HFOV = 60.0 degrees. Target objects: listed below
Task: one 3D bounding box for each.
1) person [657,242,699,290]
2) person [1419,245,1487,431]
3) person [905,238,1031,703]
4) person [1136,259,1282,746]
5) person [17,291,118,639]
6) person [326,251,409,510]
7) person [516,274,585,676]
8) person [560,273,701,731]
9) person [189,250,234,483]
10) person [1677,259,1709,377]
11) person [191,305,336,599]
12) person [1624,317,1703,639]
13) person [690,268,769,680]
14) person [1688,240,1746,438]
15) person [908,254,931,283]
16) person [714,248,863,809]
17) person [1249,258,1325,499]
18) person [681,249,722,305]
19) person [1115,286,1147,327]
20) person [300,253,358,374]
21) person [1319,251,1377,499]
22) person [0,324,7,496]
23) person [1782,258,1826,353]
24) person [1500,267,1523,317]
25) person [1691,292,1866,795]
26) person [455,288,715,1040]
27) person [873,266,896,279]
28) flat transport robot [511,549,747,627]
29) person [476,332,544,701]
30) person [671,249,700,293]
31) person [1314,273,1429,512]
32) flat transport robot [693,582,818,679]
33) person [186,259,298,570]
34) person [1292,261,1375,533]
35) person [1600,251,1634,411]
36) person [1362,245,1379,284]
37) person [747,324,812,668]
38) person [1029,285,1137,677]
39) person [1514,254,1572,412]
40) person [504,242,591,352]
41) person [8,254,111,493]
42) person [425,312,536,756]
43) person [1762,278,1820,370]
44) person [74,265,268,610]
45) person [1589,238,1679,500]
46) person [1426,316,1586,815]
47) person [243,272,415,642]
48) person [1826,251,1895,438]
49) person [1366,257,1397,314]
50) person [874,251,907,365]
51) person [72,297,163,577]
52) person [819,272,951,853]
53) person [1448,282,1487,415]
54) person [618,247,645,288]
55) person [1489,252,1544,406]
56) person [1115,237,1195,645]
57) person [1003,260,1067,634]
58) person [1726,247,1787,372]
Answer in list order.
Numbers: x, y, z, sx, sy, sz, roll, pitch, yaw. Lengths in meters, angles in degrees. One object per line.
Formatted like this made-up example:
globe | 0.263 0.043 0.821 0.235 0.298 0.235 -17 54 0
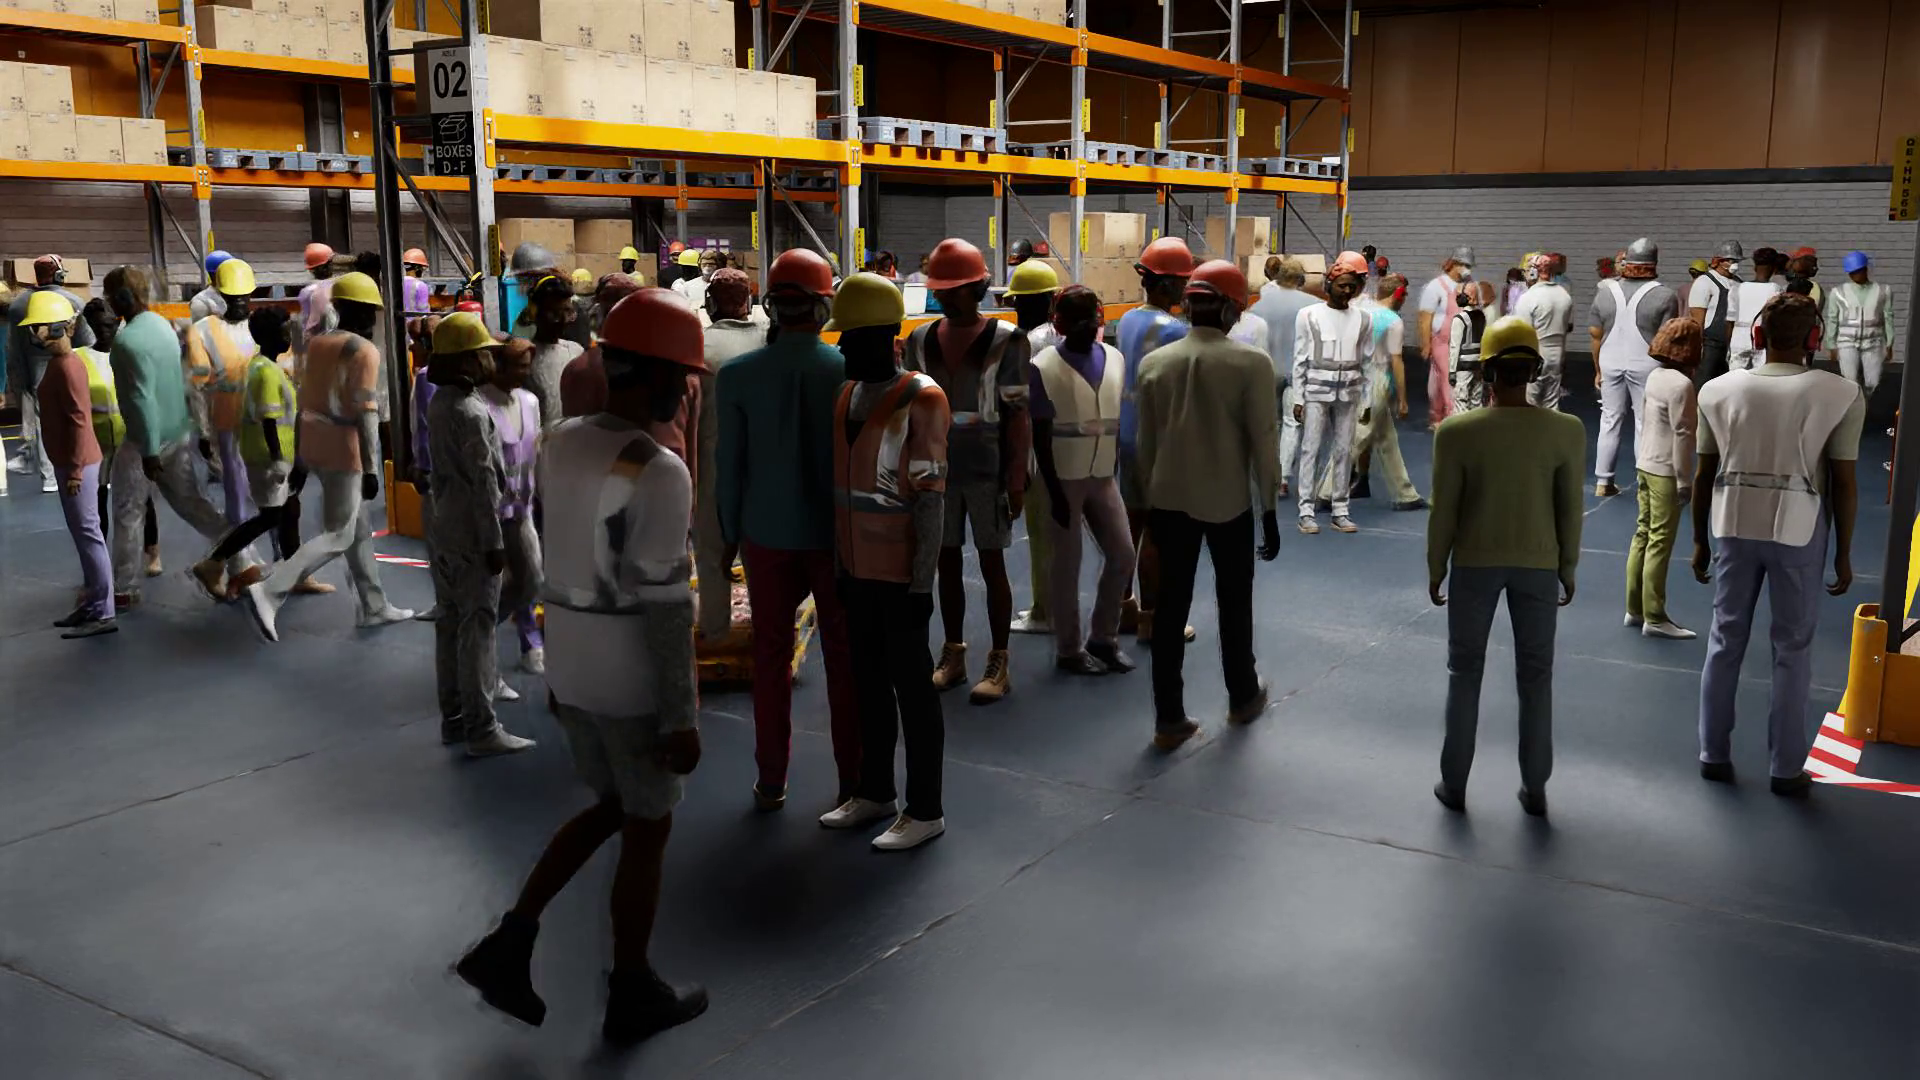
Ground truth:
person | -3.979 -3.218 23.588 0.612 1.995 0.378 -3 11 -17
person | 5.146 -2.089 17.206 0.674 2.000 1.020 -5 11 -26
person | 0.014 -0.298 7.323 0.609 2.032 0.410 5 12 28
person | 1.025 -0.158 6.808 0.646 1.974 0.698 5 12 28
person | -4.569 -0.381 8.508 0.324 1.765 0.534 -6 12 -32
person | -4.494 -1.214 12.639 0.633 1.938 0.835 -4 11 -22
person | -1.913 -0.309 7.833 0.327 1.865 0.521 7 13 35
person | -1.306 -0.093 6.568 0.401 1.897 0.649 9 13 40
person | -6.171 -1.453 13.968 0.429 1.937 0.629 2 10 10
person | 9.703 -2.811 21.968 0.308 1.769 0.524 -6 12 -31
person | -3.936 -0.473 9.294 0.673 1.675 0.539 -4 11 -19
person | 3.629 -0.322 8.541 0.284 1.634 0.498 1 10 4
person | -1.059 -0.304 7.727 0.654 1.897 0.403 -9 14 -41
person | 7.780 -2.050 16.991 0.681 2.000 0.535 -5 11 -26
person | -0.522 -3.382 25.019 0.515 1.798 0.921 -3 11 -17
person | -0.556 -0.031 5.934 0.623 1.990 0.393 -1 10 -4
person | 2.591 -1.289 13.225 0.618 1.888 0.998 4 11 22
person | -2.510 -1.964 16.843 0.635 1.932 0.363 1 10 8
person | 2.334 -2.966 22.661 0.429 1.831 0.632 10 14 43
person | -5.434 -1.549 14.604 0.648 1.890 0.972 2 10 10
person | 3.065 -1.290 13.070 0.374 1.934 0.548 -1 10 -8
person | -7.757 -1.187 13.051 0.351 1.738 0.575 4 11 20
person | 9.001 -2.122 17.979 0.629 1.837 0.430 -3 11 -18
person | 8.419 -3.320 25.211 0.578 1.600 0.524 -7 12 -34
person | 2.965 0.018 6.108 0.560 1.836 0.394 9 13 40
person | -0.865 0.350 4.073 0.606 1.907 0.589 -9 14 -42
person | -0.876 -2.333 19.378 0.336 1.743 0.561 -4 11 -23
flat transport robot | -1.685 0.265 9.067 0.652 0.197 1.431 6 12 31
person | -2.098 -0.116 7.422 0.491 1.619 0.570 5 11 24
person | -2.997 -2.241 18.392 0.396 1.918 0.588 1 10 6
person | 3.088 -1.080 12.344 0.975 1.781 0.564 -1 10 -4
flat transport robot | -1.066 0.419 8.216 0.652 0.197 1.431 0 10 1
person | -4.228 -0.700 9.875 0.591 1.913 0.396 -7 12 -34
person | 2.583 -0.980 11.517 0.582 1.879 0.357 -1 10 -6
person | 7.858 -2.470 19.732 0.397 1.899 0.634 10 14 44
person | 6.862 -3.981 27.971 0.372 1.940 0.632 3 11 16
person | -0.824 -0.191 7.676 0.570 1.672 0.407 9 14 41
person | 0.564 -0.246 7.596 0.597 1.819 0.525 -8 13 -36
person | 5.013 -1.526 14.500 0.650 1.899 0.400 -6 12 -31
person | -2.520 -0.819 10.168 0.537 2.000 0.790 -8 13 -39
person | -7.197 -1.318 13.309 0.639 1.909 0.409 1 10 4
person | -1.925 -0.023 6.577 0.289 1.746 0.487 -8 13 -37
person | 7.733 -1.592 15.468 0.740 1.657 0.553 -7 13 -36
person | -4.357 -0.552 9.125 0.967 1.904 0.648 -1 10 -5
person | 5.309 -1.334 13.025 0.539 2.000 0.688 -9 14 -42
person | 1.915 0.096 5.889 0.528 1.761 0.340 2 10 12
person | -3.242 -0.419 8.447 0.611 1.875 0.900 8 13 39
person | 9.303 -2.024 17.221 0.641 1.910 0.614 4 11 23
person | 6.839 -3.723 27.052 0.563 1.752 0.326 4 11 22
person | -0.784 -2.099 17.642 0.598 1.908 0.402 -9 13 -40
person | -5.051 -0.599 9.935 0.536 1.691 0.322 -5 11 -25
person | -0.269 0.073 5.577 0.386 1.919 0.582 -8 13 -38
person | 4.713 -1.574 15.490 0.514 1.634 0.313 -9 14 -42
person | -4.450 -2.999 22.550 0.357 1.929 0.594 -6 12 -32
person | 6.275 -2.243 18.466 0.594 1.900 0.819 -5 11 -24
person | 0.992 -0.482 8.338 0.399 2.040 0.610 -4 11 -20
person | 0.408 -0.475 8.604 0.397 1.920 0.587 4 11 21
person | 7.796 -1.879 16.290 0.375 1.958 0.598 -9 14 -41
